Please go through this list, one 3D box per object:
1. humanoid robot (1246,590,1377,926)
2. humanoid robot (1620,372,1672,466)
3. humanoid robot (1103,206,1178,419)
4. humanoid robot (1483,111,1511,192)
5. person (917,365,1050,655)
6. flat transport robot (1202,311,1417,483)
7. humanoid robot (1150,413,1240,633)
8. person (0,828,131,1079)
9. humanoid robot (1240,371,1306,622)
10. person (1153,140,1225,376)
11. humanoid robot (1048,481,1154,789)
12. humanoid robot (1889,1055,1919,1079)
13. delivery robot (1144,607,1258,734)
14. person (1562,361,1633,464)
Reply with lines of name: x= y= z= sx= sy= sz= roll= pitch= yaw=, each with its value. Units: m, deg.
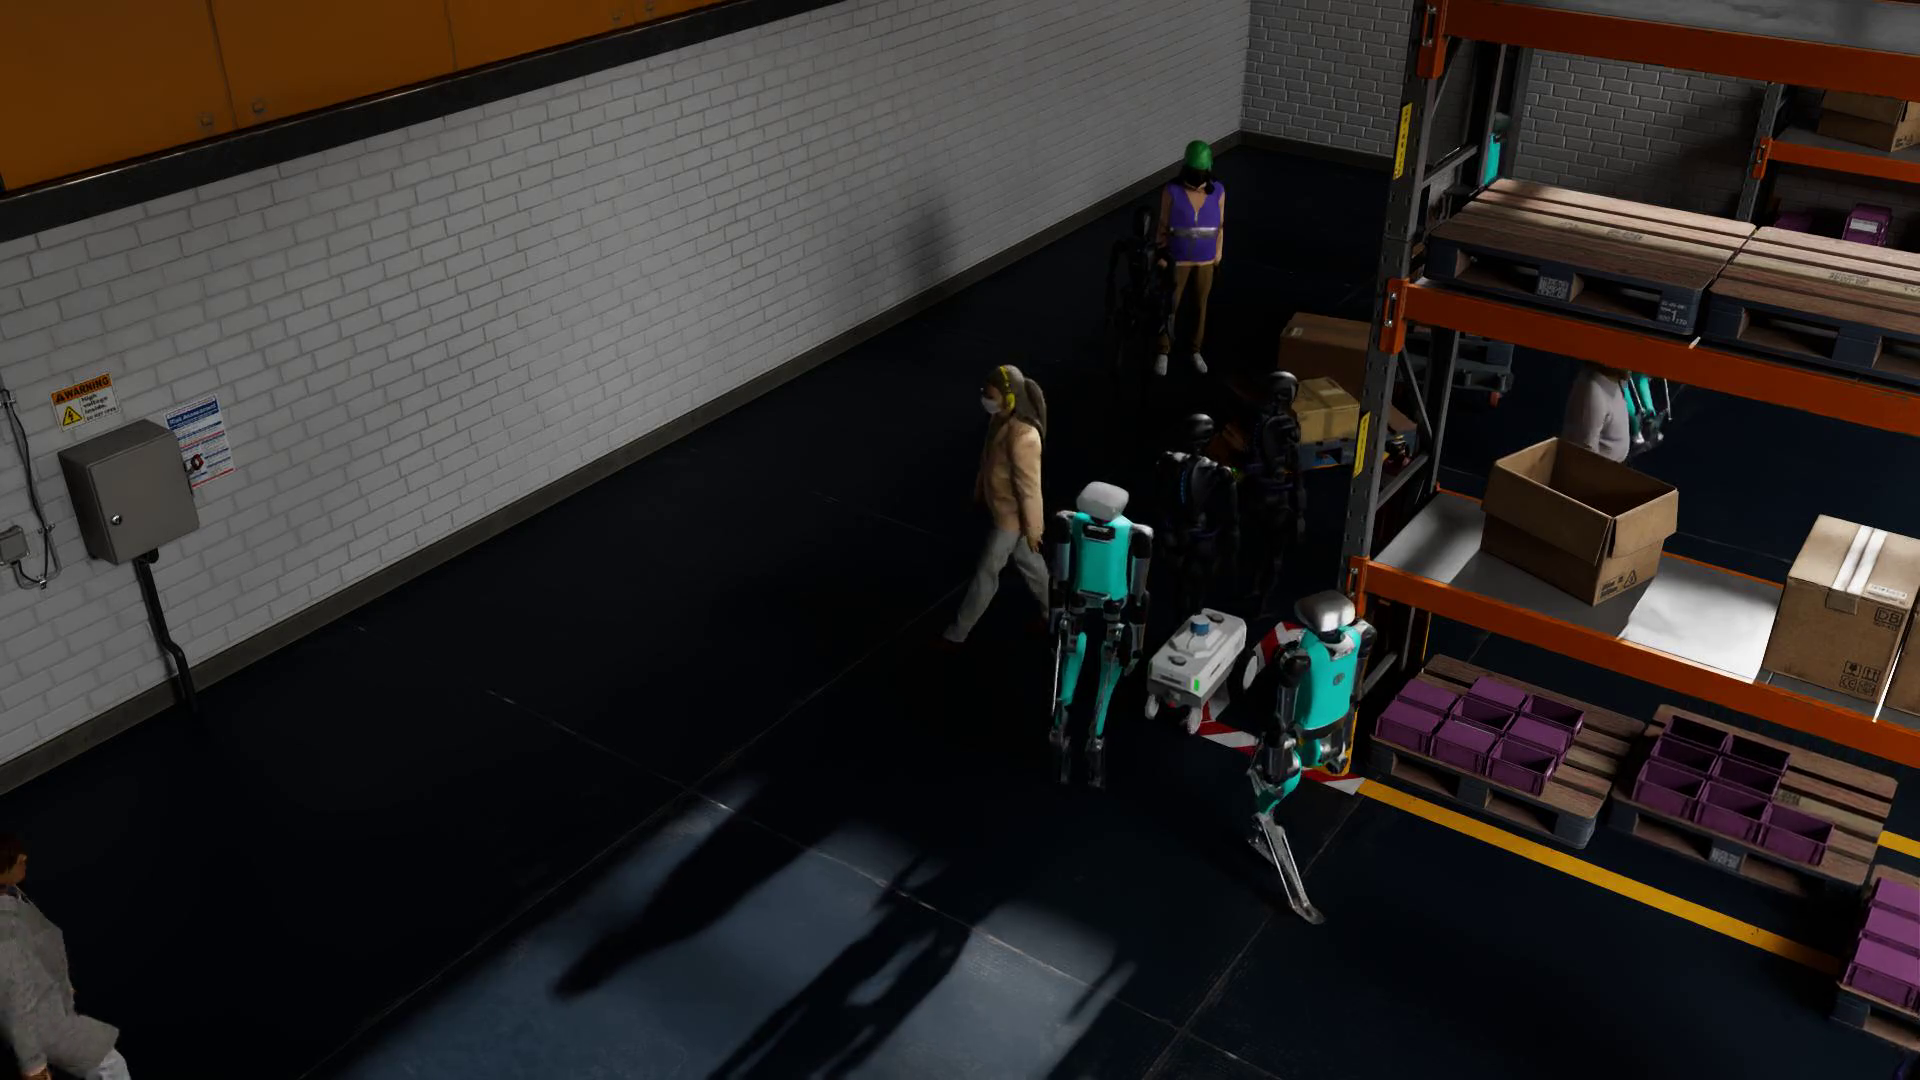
humanoid robot: x=1.553 y=0.949 z=7.900 sx=0.548 sy=1.736 sz=0.963 roll=-17 pitch=34 yaw=-27
humanoid robot: x=4.770 y=-1.134 z=11.537 sx=0.561 sy=1.792 sz=0.675 roll=-12 pitch=32 yaw=-20
humanoid robot: x=1.381 y=-1.712 z=12.596 sx=0.597 sy=1.656 sz=0.333 roll=13 pitch=33 yaw=22
humanoid robot: x=4.746 y=-2.739 z=14.381 sx=0.855 sy=1.843 sz=0.559 roll=20 pitch=36 yaw=31
person: x=0.226 y=-0.180 z=9.798 sx=0.989 sy=1.819 sz=0.577 roll=-5 pitch=30 yaw=-9
flat transport robot: x=2.552 y=-0.728 z=12.302 sx=1.431 sy=0.231 sz=0.659 roll=-8 pitch=31 yaw=-14
humanoid robot: x=1.366 y=0.015 z=9.612 sx=0.593 sy=1.640 sz=0.572 roll=20 pitch=35 yaw=30
person: x=-3.596 y=1.833 z=6.339 sx=0.905 sy=1.797 sz=0.511 roll=-23 pitch=37 yaw=-34
humanoid robot: x=1.906 y=-0.260 z=10.071 sx=0.362 sy=1.649 sz=0.589 roll=-12 pitch=32 yaw=-20
person: x=1.828 y=-2.253 z=13.286 sx=0.545 sy=1.928 sz=0.423 roll=-3 pitch=30 yaw=-5
humanoid robot: x=0.647 y=0.599 z=8.518 sx=0.531 sy=1.783 sz=0.623 roll=11 pitch=32 yaw=18
humanoid robot: x=3.532 y=2.050 z=6.105 sx=0.600 sy=1.638 sz=0.718 roll=-16 pitch=34 yaw=-25
delivery robot: x=1.367 y=0.704 z=9.548 sx=0.499 sy=0.610 sz=0.814 roll=17 pitch=34 yaw=27
person: x=3.836 y=-0.393 z=10.099 sx=0.445 sy=1.885 sz=0.677 roll=14 pitch=33 yaw=23
